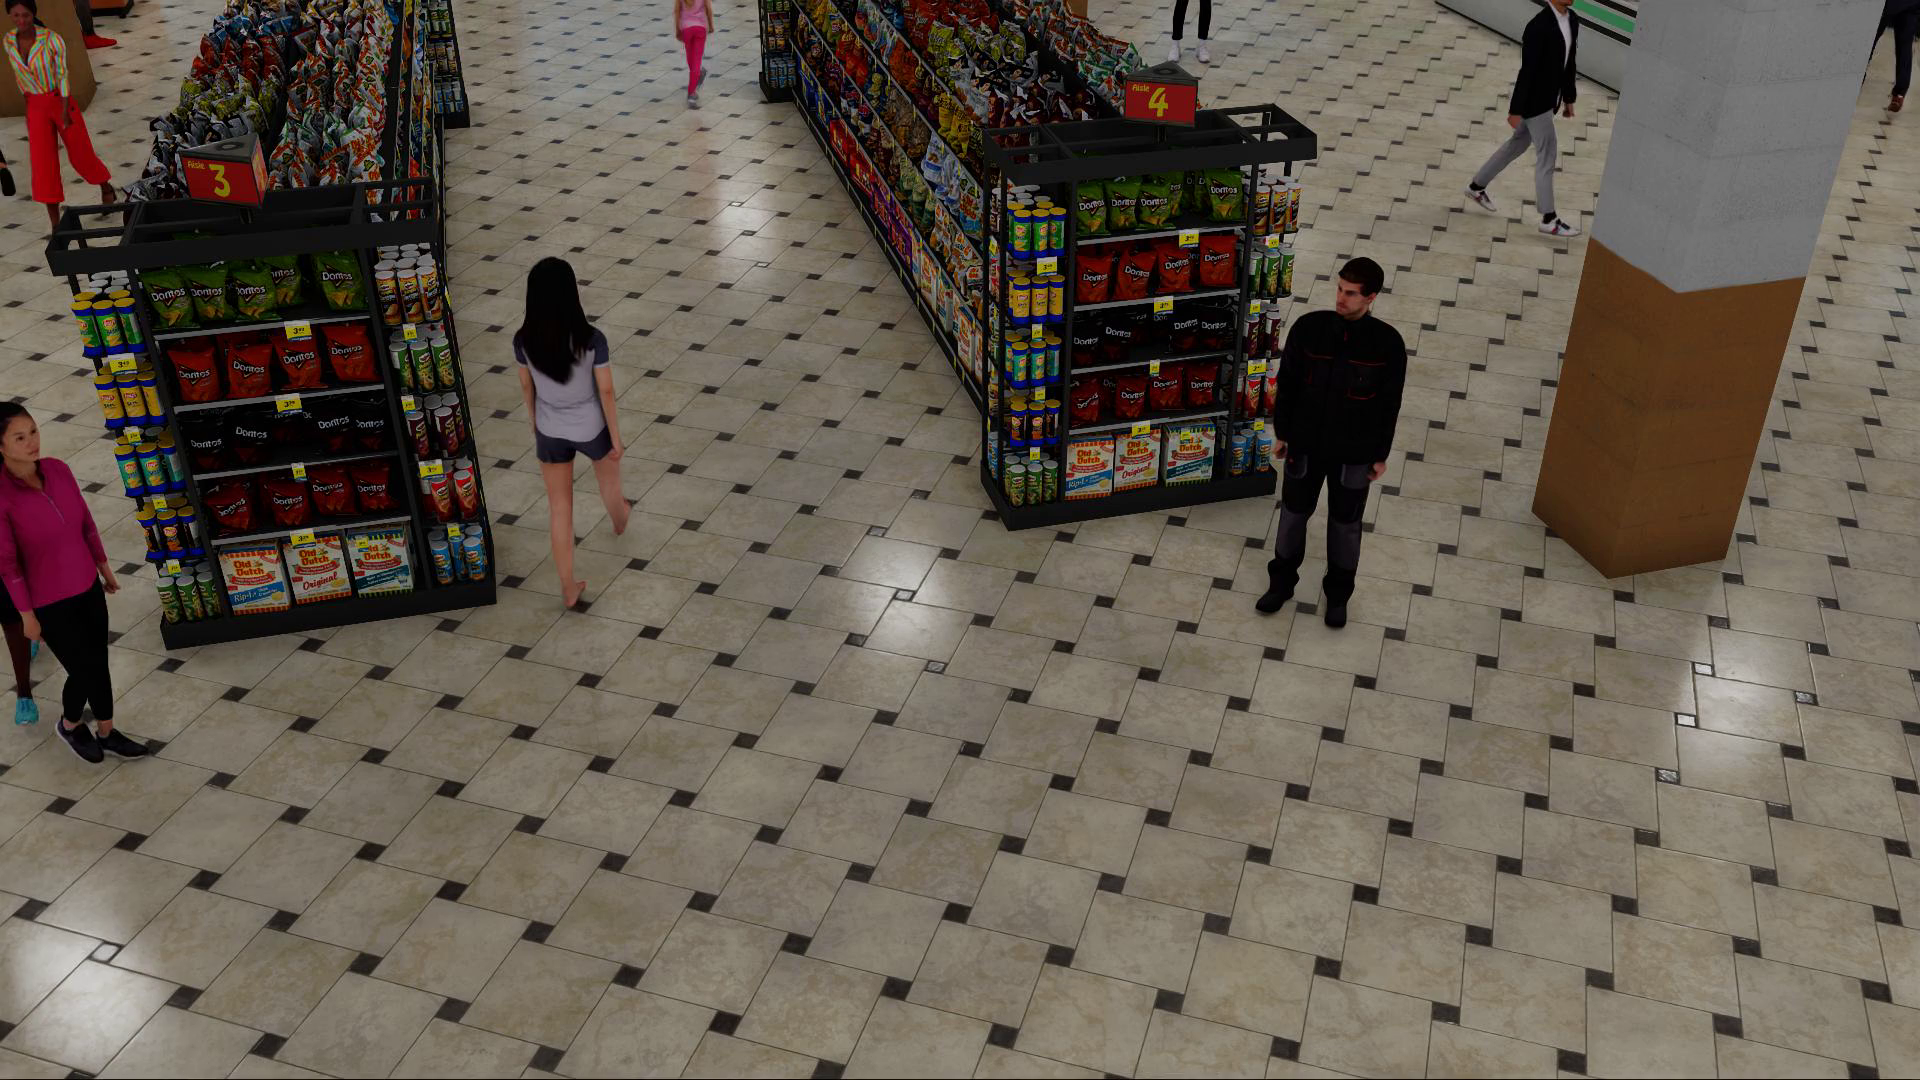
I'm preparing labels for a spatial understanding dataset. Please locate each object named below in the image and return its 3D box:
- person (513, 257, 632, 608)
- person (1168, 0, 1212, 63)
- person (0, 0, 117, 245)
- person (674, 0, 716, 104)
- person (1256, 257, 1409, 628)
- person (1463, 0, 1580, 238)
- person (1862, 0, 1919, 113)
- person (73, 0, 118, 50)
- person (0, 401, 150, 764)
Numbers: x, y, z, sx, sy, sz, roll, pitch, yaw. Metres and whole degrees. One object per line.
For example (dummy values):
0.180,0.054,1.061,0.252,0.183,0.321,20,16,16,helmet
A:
-1.857,-0.468,7.867,0.807,1.658,1.174,0,32,-1,person
2.253,-5.464,15.746,0.733,1.817,0.686,1,32,2,person
-6.403,-3.021,11.891,0.686,1.742,1.185,-3,32,-4,person
-2.372,-4.512,14.761,0.732,1.242,0.943,5,32,8,person
1.722,-0.453,7.672,0.791,1.840,0.817,13,34,20,person
4.106,-3.204,12.031,1.109,1.906,1.342,-26,40,-36,person
8.179,-4.619,14.418,0.966,1.786,1.327,2,32,3,person
-8.706,-5.724,16.175,0.695,1.805,0.774,20,37,28,person
-3.726,0.200,6.760,0.778,1.695,0.699,9,33,14,person
